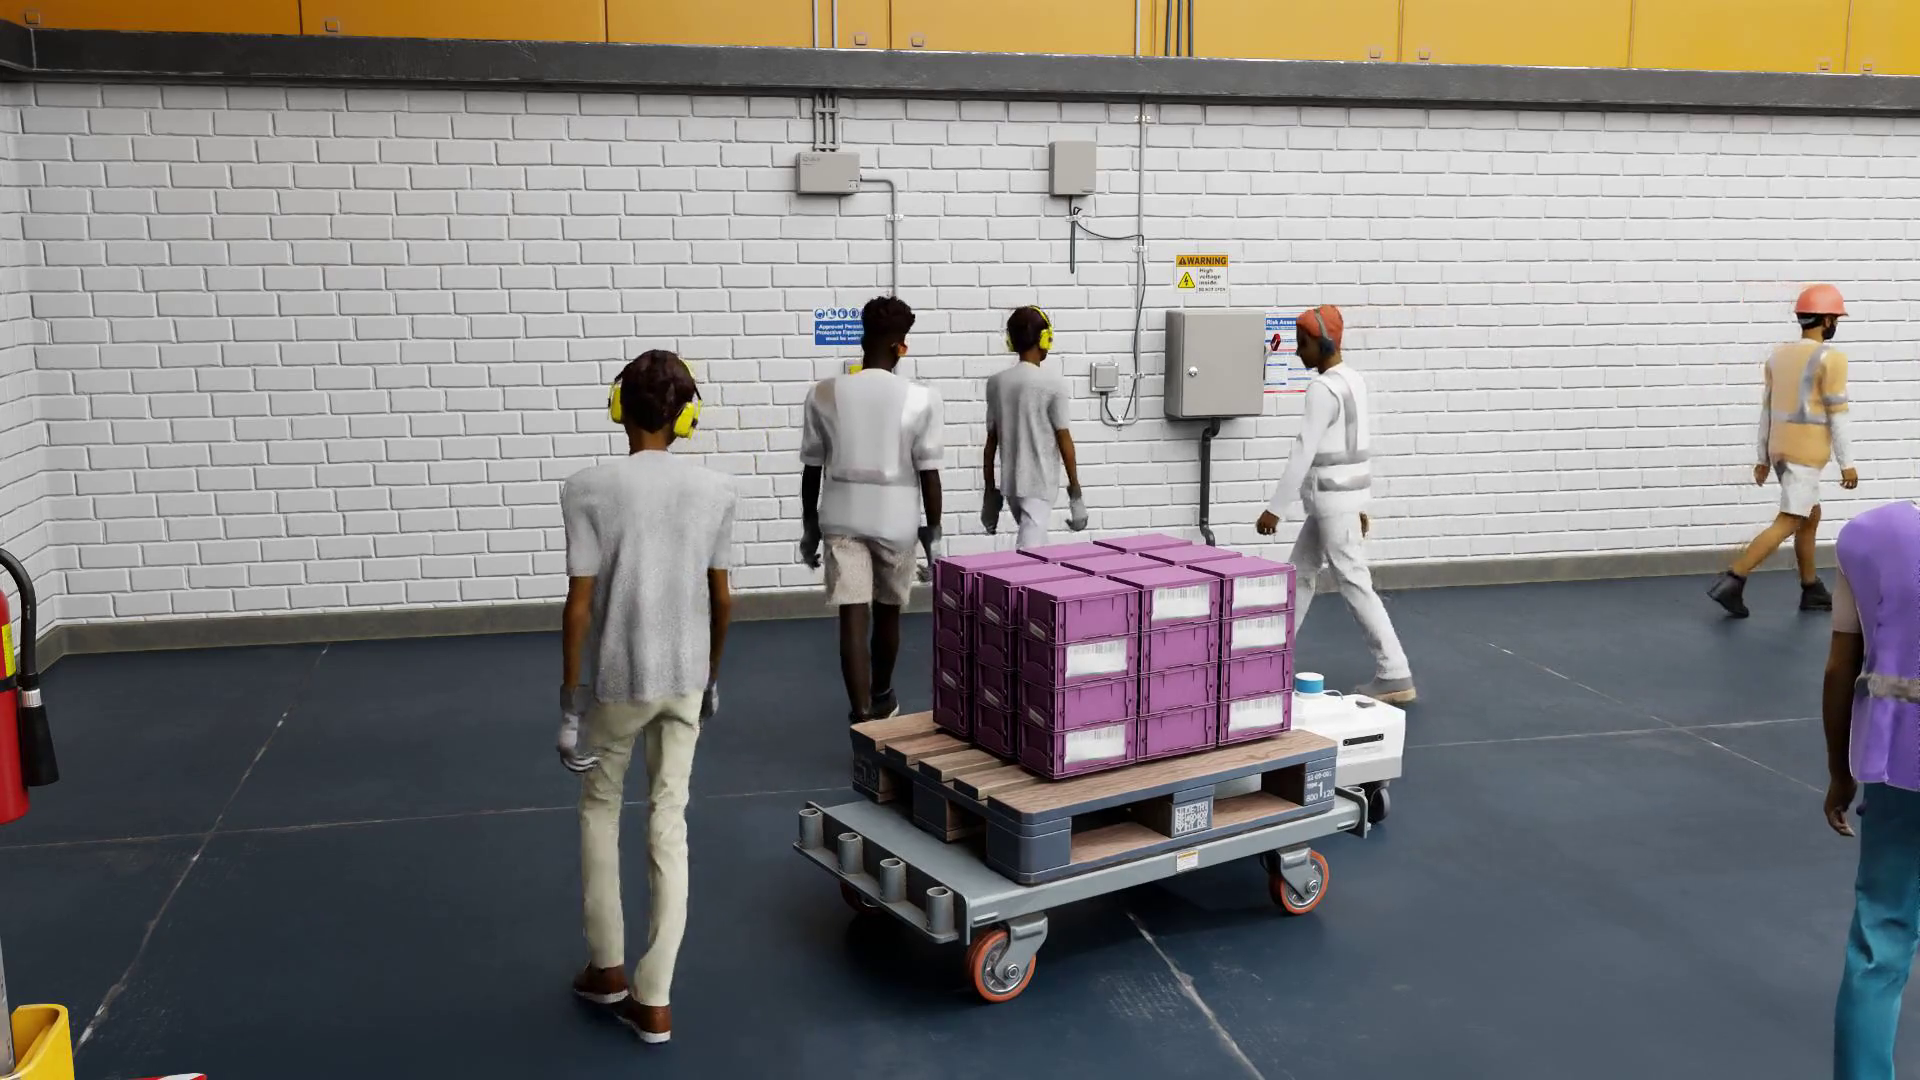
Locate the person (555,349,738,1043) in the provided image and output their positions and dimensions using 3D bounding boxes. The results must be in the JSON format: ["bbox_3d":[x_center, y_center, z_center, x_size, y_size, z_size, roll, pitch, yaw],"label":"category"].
[{"bbox_3d":[-0.873,0.403,4.541,0.541,1.835,0.645,-5,12,-27],"label":"person"}]

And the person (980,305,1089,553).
[{"bbox_3d":[0.291,-0.216,8.038,0.947,1.826,0.526,-9,13,-40],"label":"person"}]

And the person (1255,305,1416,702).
[{"bbox_3d":[1.726,-0.168,7.745,0.951,1.838,0.574,4,11,22],"label":"person"}]

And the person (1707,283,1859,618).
[{"bbox_3d":[4.674,-0.494,9.376,0.936,1.904,0.547,-1,10,-7],"label":"person"}]

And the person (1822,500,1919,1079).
[{"bbox_3d":[2.174,0.561,3.660,0.394,1.846,0.564,-8,13,-38],"label":"person"}]

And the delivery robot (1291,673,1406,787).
[{"bbox_3d":[1.266,0.727,6.060,0.707,0.478,0.477,-5,11,-25],"label":"delivery robot"}]

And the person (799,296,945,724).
[{"bbox_3d":[-0.376,-0.058,6.954,0.631,1.908,0.984,0,10,2],"label":"person"}]
